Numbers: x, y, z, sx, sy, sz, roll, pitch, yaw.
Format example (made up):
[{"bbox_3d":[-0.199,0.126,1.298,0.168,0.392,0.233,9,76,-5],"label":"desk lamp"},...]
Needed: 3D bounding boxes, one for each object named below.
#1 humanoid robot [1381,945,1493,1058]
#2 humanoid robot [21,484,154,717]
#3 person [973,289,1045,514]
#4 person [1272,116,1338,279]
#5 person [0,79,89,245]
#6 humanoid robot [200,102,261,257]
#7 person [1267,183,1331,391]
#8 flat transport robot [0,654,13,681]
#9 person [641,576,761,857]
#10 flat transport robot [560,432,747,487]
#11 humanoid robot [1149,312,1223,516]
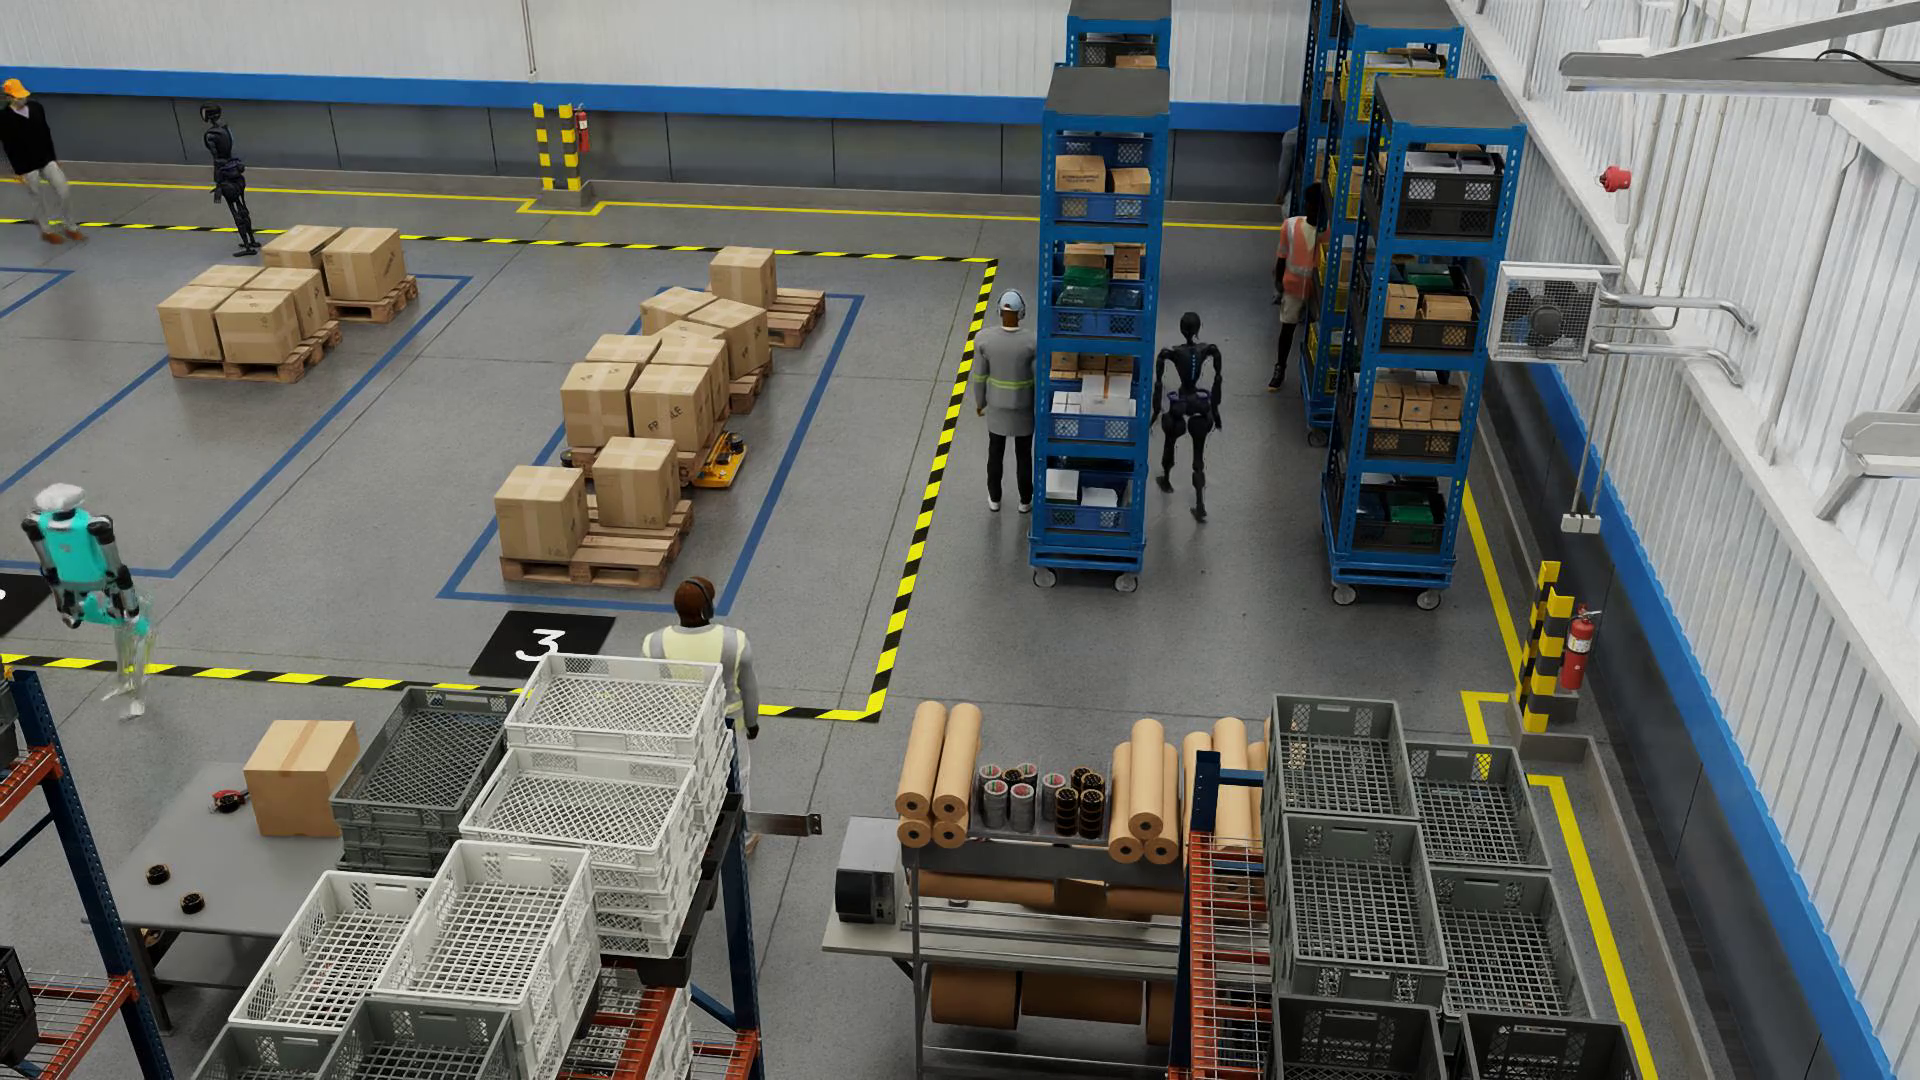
[{"bbox_3d":[2.063,2.216,7.476,0.599,1.644,0.413,19,35,29],"label":"humanoid robot"},{"bbox_3d":[-5.436,0.329,10.670,0.548,1.772,0.798,1,30,1],"label":"humanoid robot"},{"bbox_3d":[0.402,-1.075,12.951,0.587,1.848,0.398,6,31,11],"label":"person"},{"bbox_3d":[3.582,-3.645,17.290,0.626,1.932,0.368,-10,32,-17],"label":"person"},{"bbox_3d":[-10.009,-4.087,18.112,0.732,1.858,0.599,15,34,24],"label":"person"},{"bbox_3d":[-7.906,-3.903,17.959,0.315,1.659,0.599,-2,30,-4],"label":"humanoid robot"},{"bbox_3d":[3.088,-2.234,14.833,0.601,1.957,0.375,10,32,16],"label":"person"},{"bbox_3d":[-7.142,0.969,11.010,1.431,0.231,0.659,3,30,6],"label":"flat transport robot"},{"bbox_3d":[-1.427,1.020,9.362,0.619,1.840,0.431,-1,30,-2],"label":"person"},{"bbox_3d":[-2.554,-0.707,13.861,1.431,0.197,0.652,3,30,6],"label":"flat transport robot"},{"bbox_3d":[1.787,-1.010,13.056,0.600,1.627,0.783,-5,31,-9],"label":"humanoid robot"}]
